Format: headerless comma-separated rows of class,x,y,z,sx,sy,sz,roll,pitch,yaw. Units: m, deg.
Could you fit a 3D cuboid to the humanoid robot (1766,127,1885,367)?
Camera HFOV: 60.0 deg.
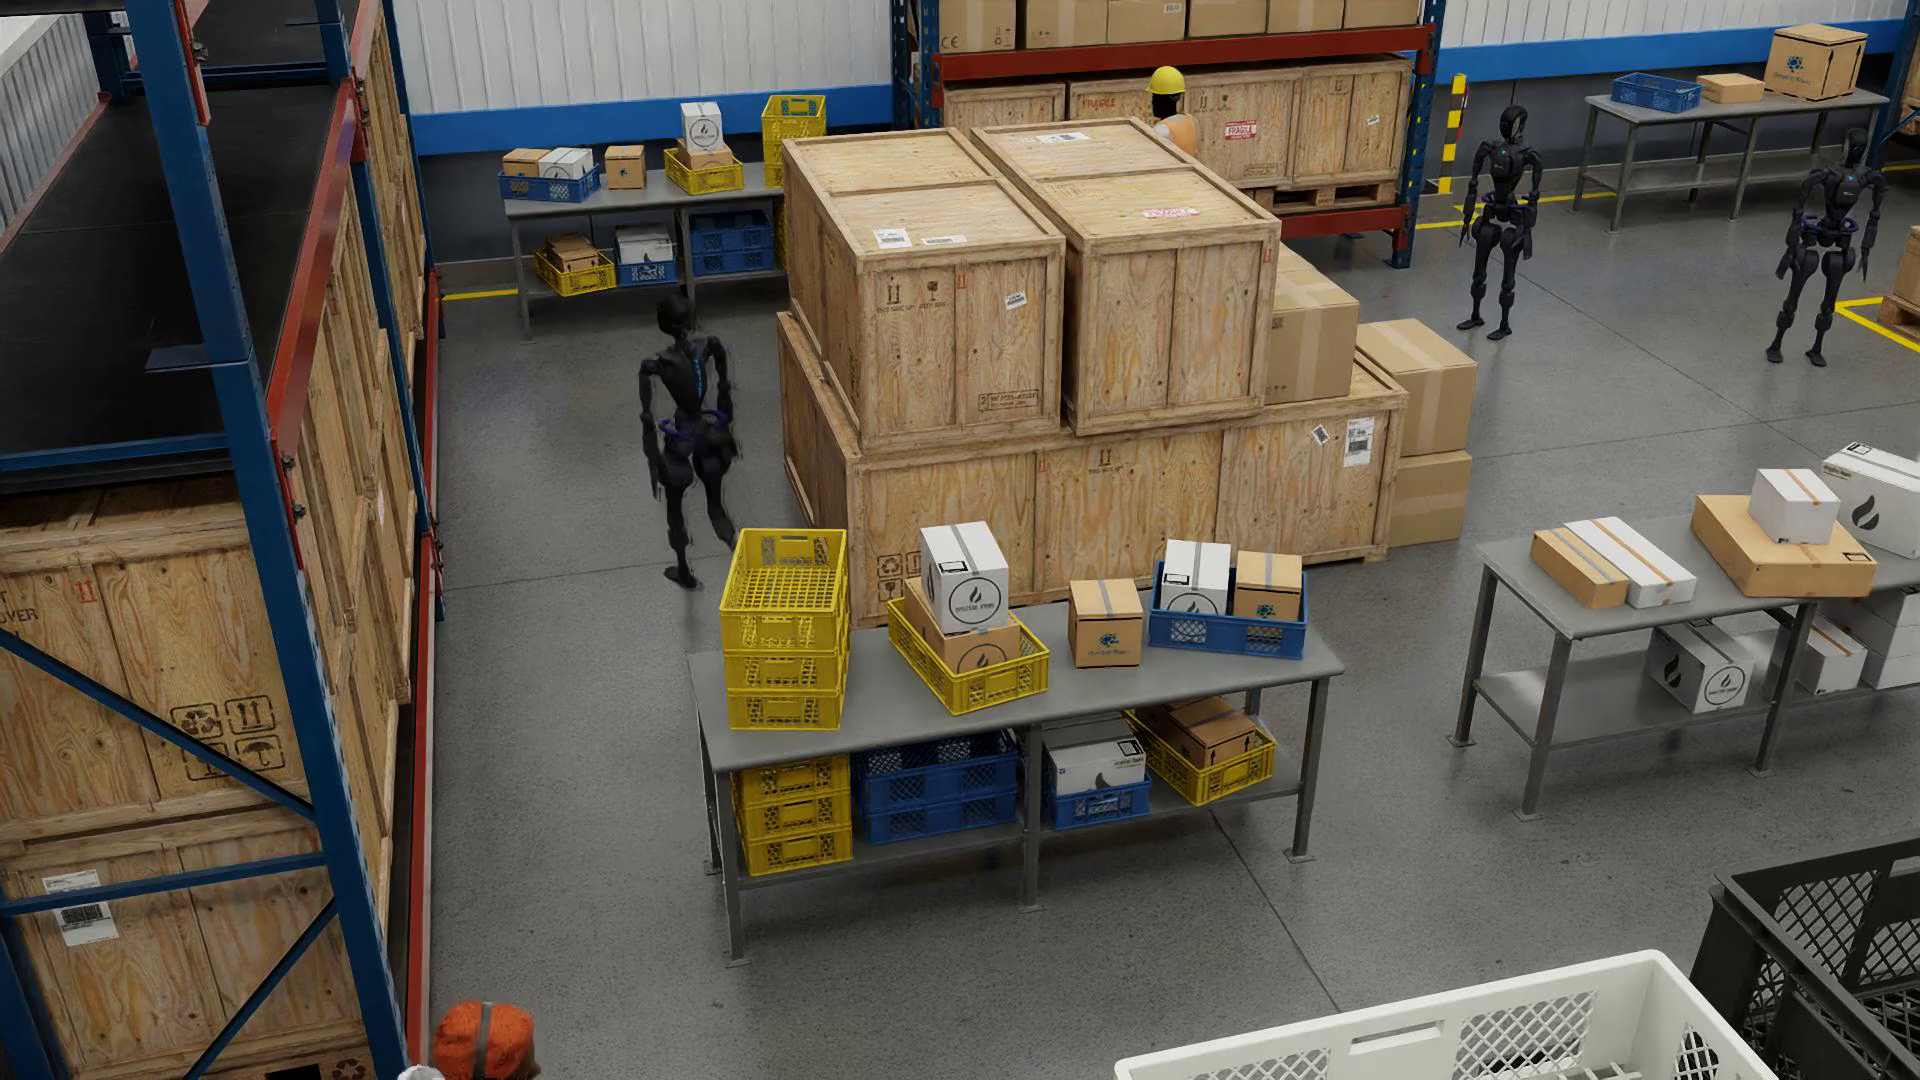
humanoid robot,5.847,-1.971,11.231,0.571,1.650,0.340,5,29,9

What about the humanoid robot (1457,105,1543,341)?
humanoid robot,3.808,-2.228,11.701,0.570,1.651,0.335,25,38,38

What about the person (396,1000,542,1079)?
person,-1.065,1.826,4.155,0.601,1.858,0.510,24,37,37

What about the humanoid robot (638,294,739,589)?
humanoid robot,-1.340,-0.470,8.517,0.585,1.650,0.529,-21,35,-33

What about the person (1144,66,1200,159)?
person,1.413,-2.331,11.630,0.381,1.924,0.592,20,35,32
